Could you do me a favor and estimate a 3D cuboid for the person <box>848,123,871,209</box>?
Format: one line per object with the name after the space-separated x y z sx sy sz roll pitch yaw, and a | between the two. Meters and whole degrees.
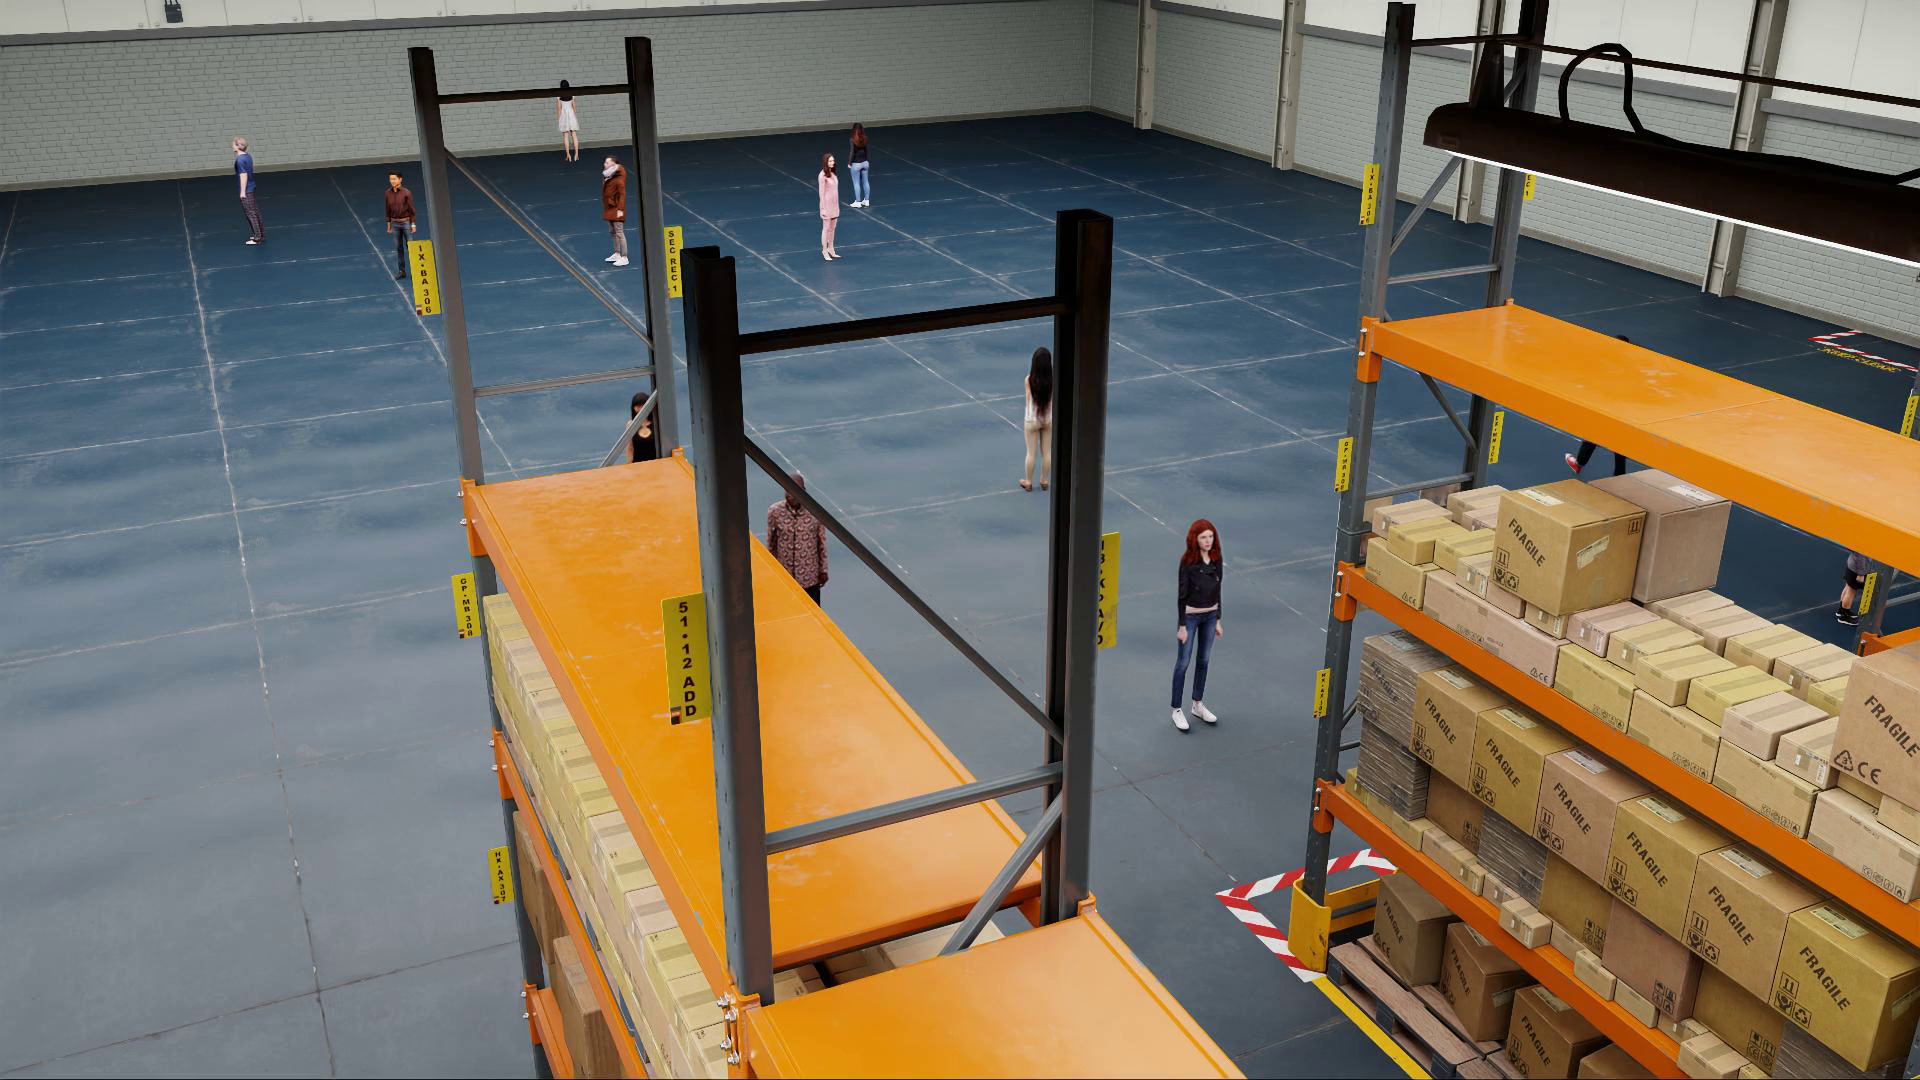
-1.978 -7.372 32.654 0.695 1.634 0.646 -19 29 -37 | person

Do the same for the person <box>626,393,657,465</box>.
-3.190 -0.726 17.008 0.628 1.648 0.589 -3 23 -7 | person

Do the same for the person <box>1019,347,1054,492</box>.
0.893 -1.329 18.422 0.650 1.652 0.585 -10 25 -22 | person

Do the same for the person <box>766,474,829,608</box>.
-1.408 0.271 14.460 0.771 1.808 0.729 -1 23 -3 | person

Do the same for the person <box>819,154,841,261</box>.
-2.253 -5.732 28.584 0.708 1.803 0.692 13 26 28 | person

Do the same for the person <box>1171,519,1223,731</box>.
1.935 0.671 13.547 0.558 1.786 0.531 -11 25 -23 | person

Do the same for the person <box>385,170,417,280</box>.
-9.175 -5.191 27.336 0.719 1.782 0.704 2 23 4 | person

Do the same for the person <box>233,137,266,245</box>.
-12.727 -6.246 29.703 0.786 1.871 0.606 -2 23 -4 | person

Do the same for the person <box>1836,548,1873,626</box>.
8.335 0.234 15.443 0.593 1.106 0.539 9 25 21 | person

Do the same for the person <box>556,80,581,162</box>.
-8.783 -9.392 37.227 0.629 1.773 0.609 -10 25 -23 | person

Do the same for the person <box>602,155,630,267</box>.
-5.851 -5.609 28.247 0.805 1.839 0.679 -15 27 -31 | person

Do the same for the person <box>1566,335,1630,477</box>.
7.276 -1.367 18.431 0.803 1.715 1.173 -6 24 -13 | person
